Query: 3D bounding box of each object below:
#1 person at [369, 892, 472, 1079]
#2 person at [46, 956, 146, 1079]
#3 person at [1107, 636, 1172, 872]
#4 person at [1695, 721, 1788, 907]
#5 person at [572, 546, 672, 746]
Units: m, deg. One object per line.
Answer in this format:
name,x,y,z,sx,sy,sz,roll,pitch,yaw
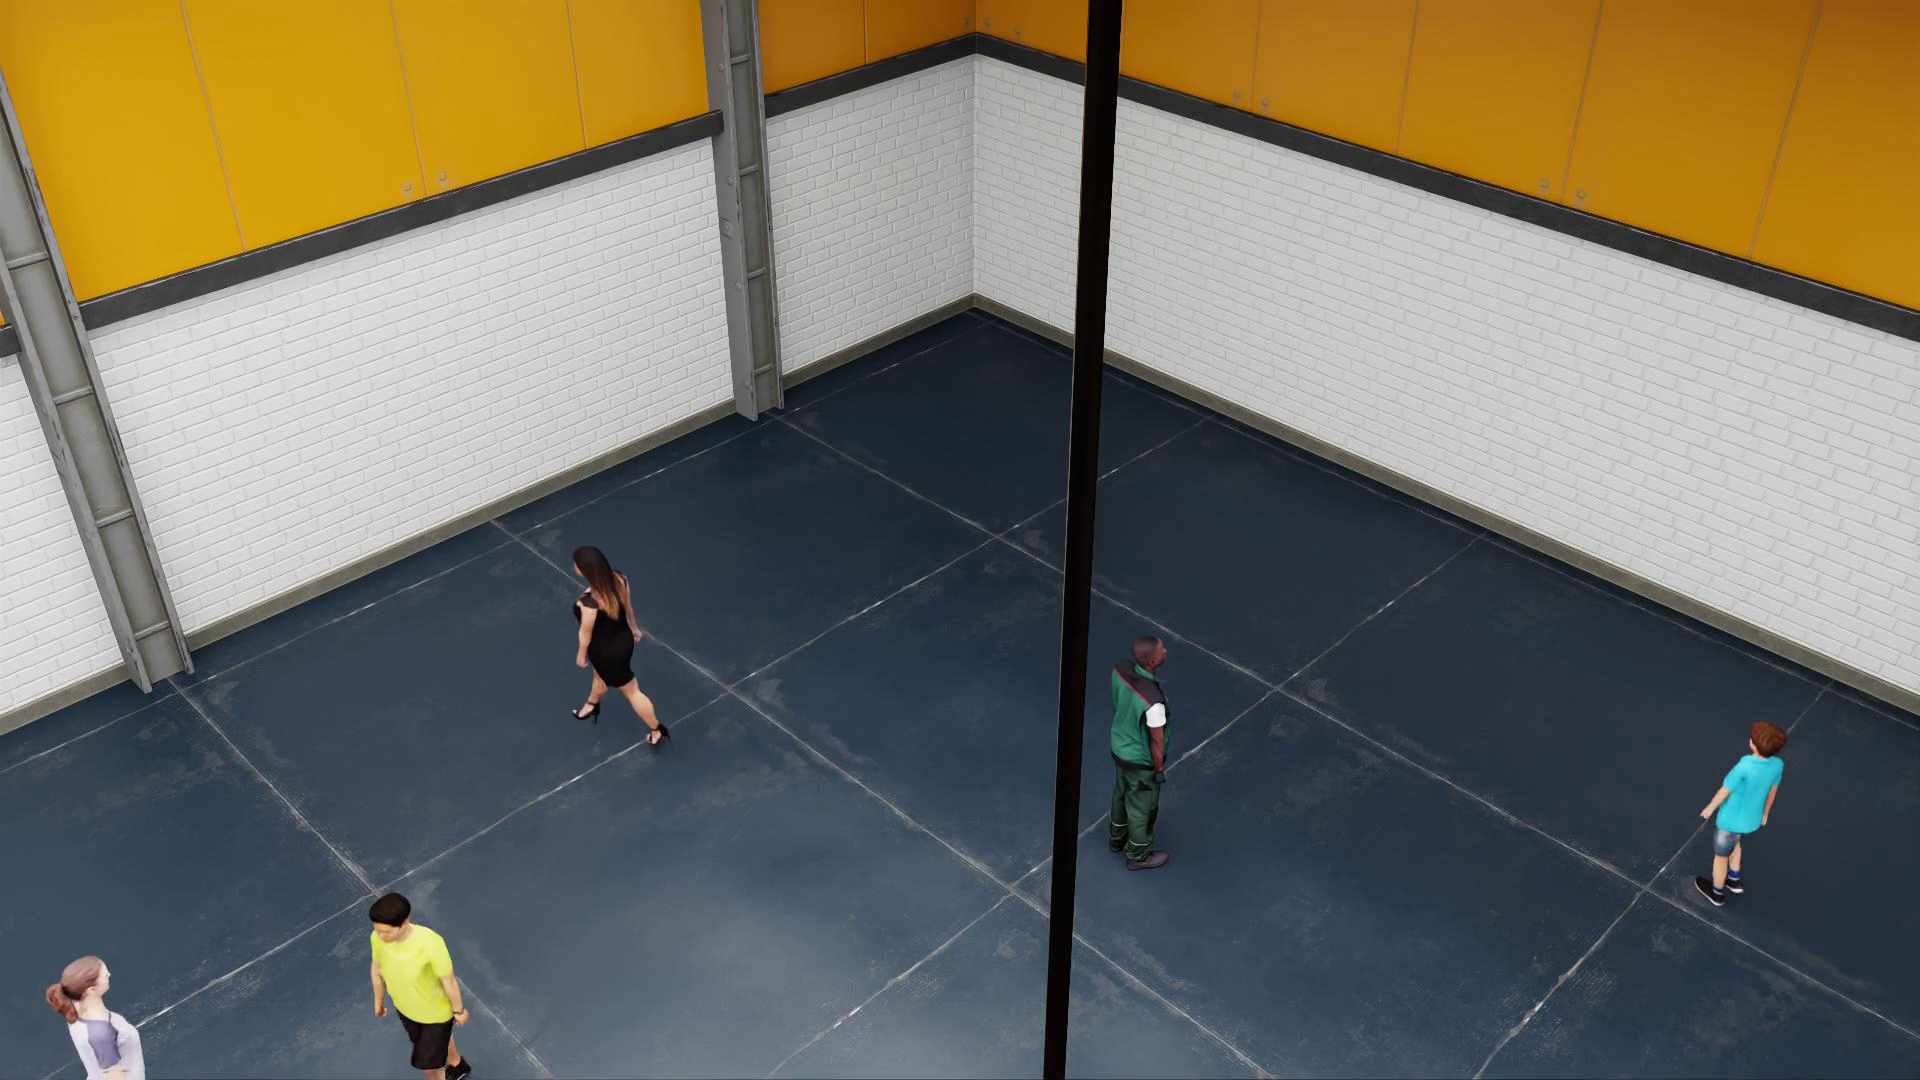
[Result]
person,-2.938,2.508,9.263,0.825,1.684,0.930,14,36,20
person,-4.428,2.904,8.611,0.617,1.748,0.646,28,43,35
person,1.162,1.373,10.830,0.716,1.840,0.753,-16,37,-23
person,5.007,1.780,10.579,0.566,1.440,0.664,-12,35,-17
person,-2.402,0.816,11.830,1.020,1.661,1.100,10,35,15
